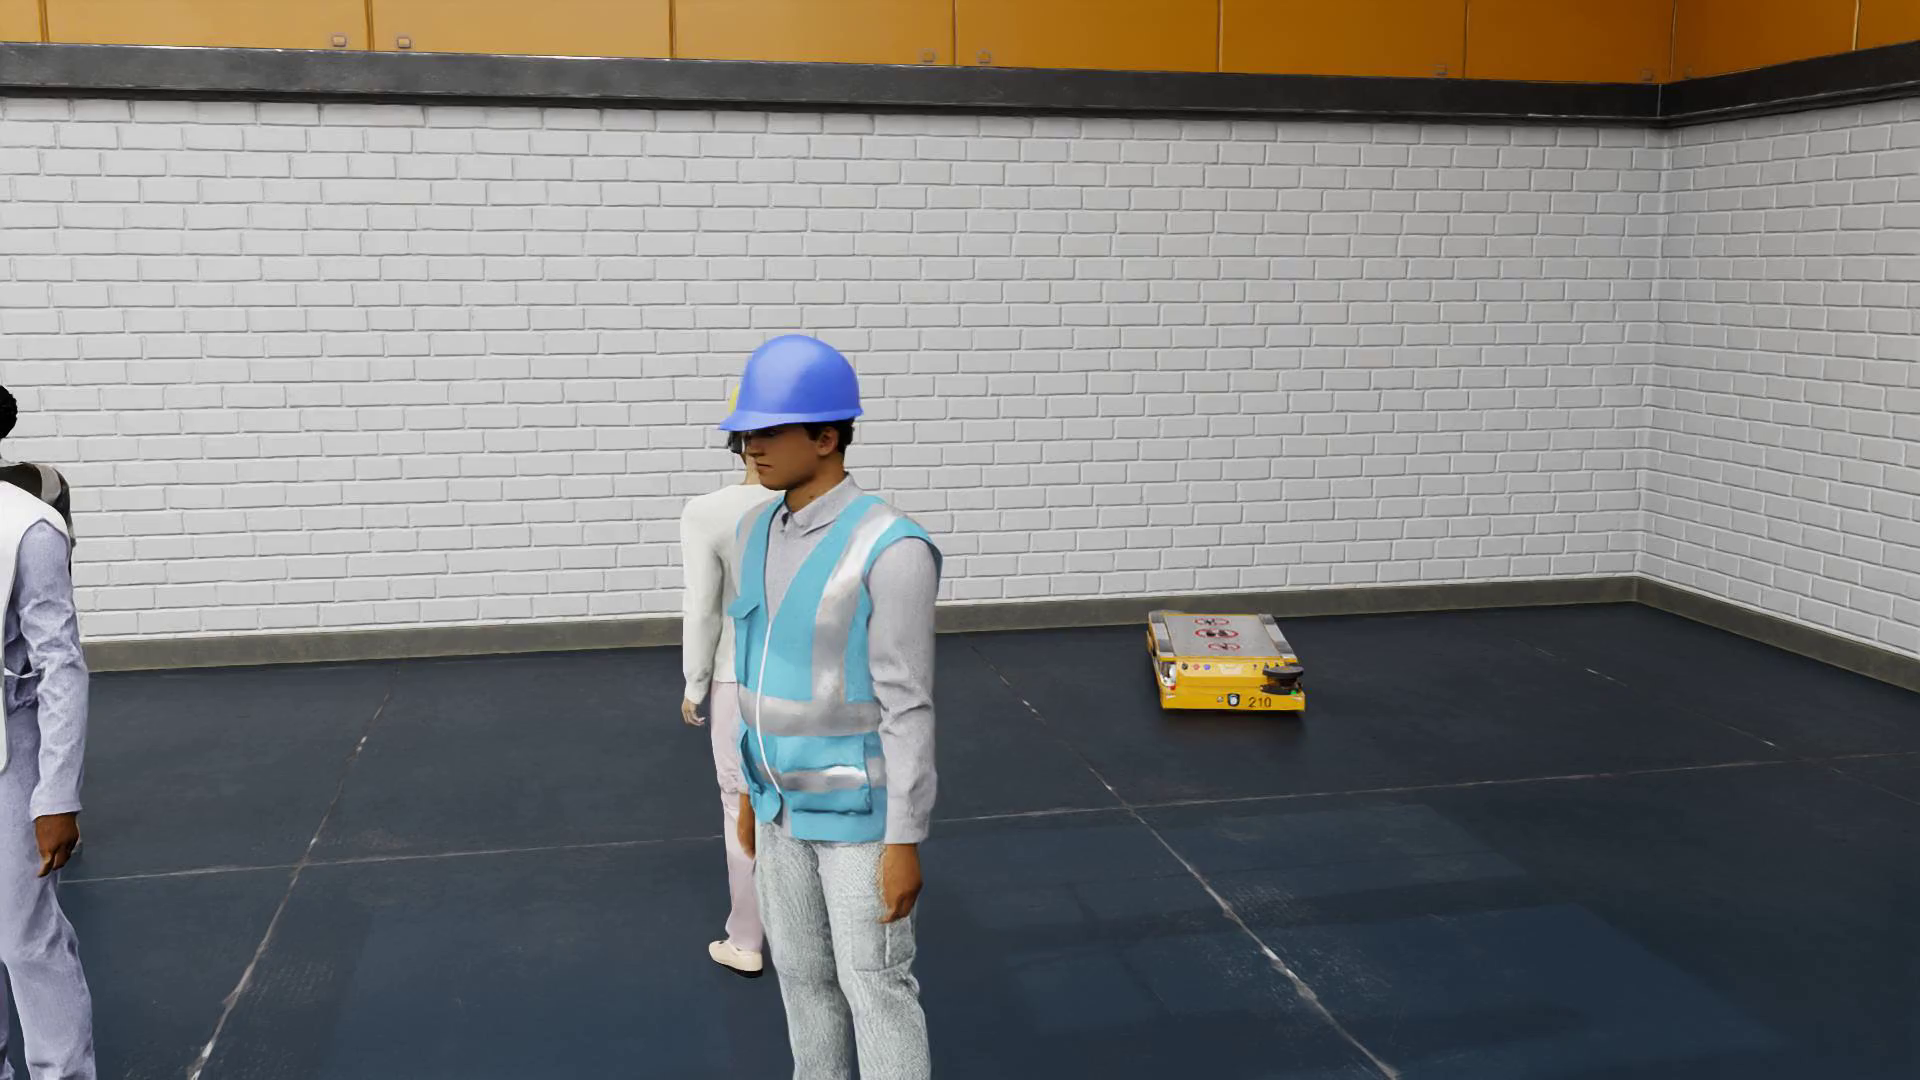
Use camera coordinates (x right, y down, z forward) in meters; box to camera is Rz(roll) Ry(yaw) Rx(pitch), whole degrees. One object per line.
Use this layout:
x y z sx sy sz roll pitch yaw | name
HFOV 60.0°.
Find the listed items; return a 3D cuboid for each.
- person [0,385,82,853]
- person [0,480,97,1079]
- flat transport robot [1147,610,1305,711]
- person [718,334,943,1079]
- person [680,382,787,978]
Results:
-3.297 0.296 5.719 0.316 1.696 0.541 6 11 32 | person
-2.179 0.520 3.681 0.597 1.916 0.371 3 10 19 | person
1.299 0.579 8.328 0.652 0.197 1.431 1 9 3 | flat transport robot
-0.284 0.546 3.476 0.414 1.941 0.613 -8 13 -42 | person
-0.571 0.395 4.904 0.533 1.767 0.323 -5 10 -27 | person
